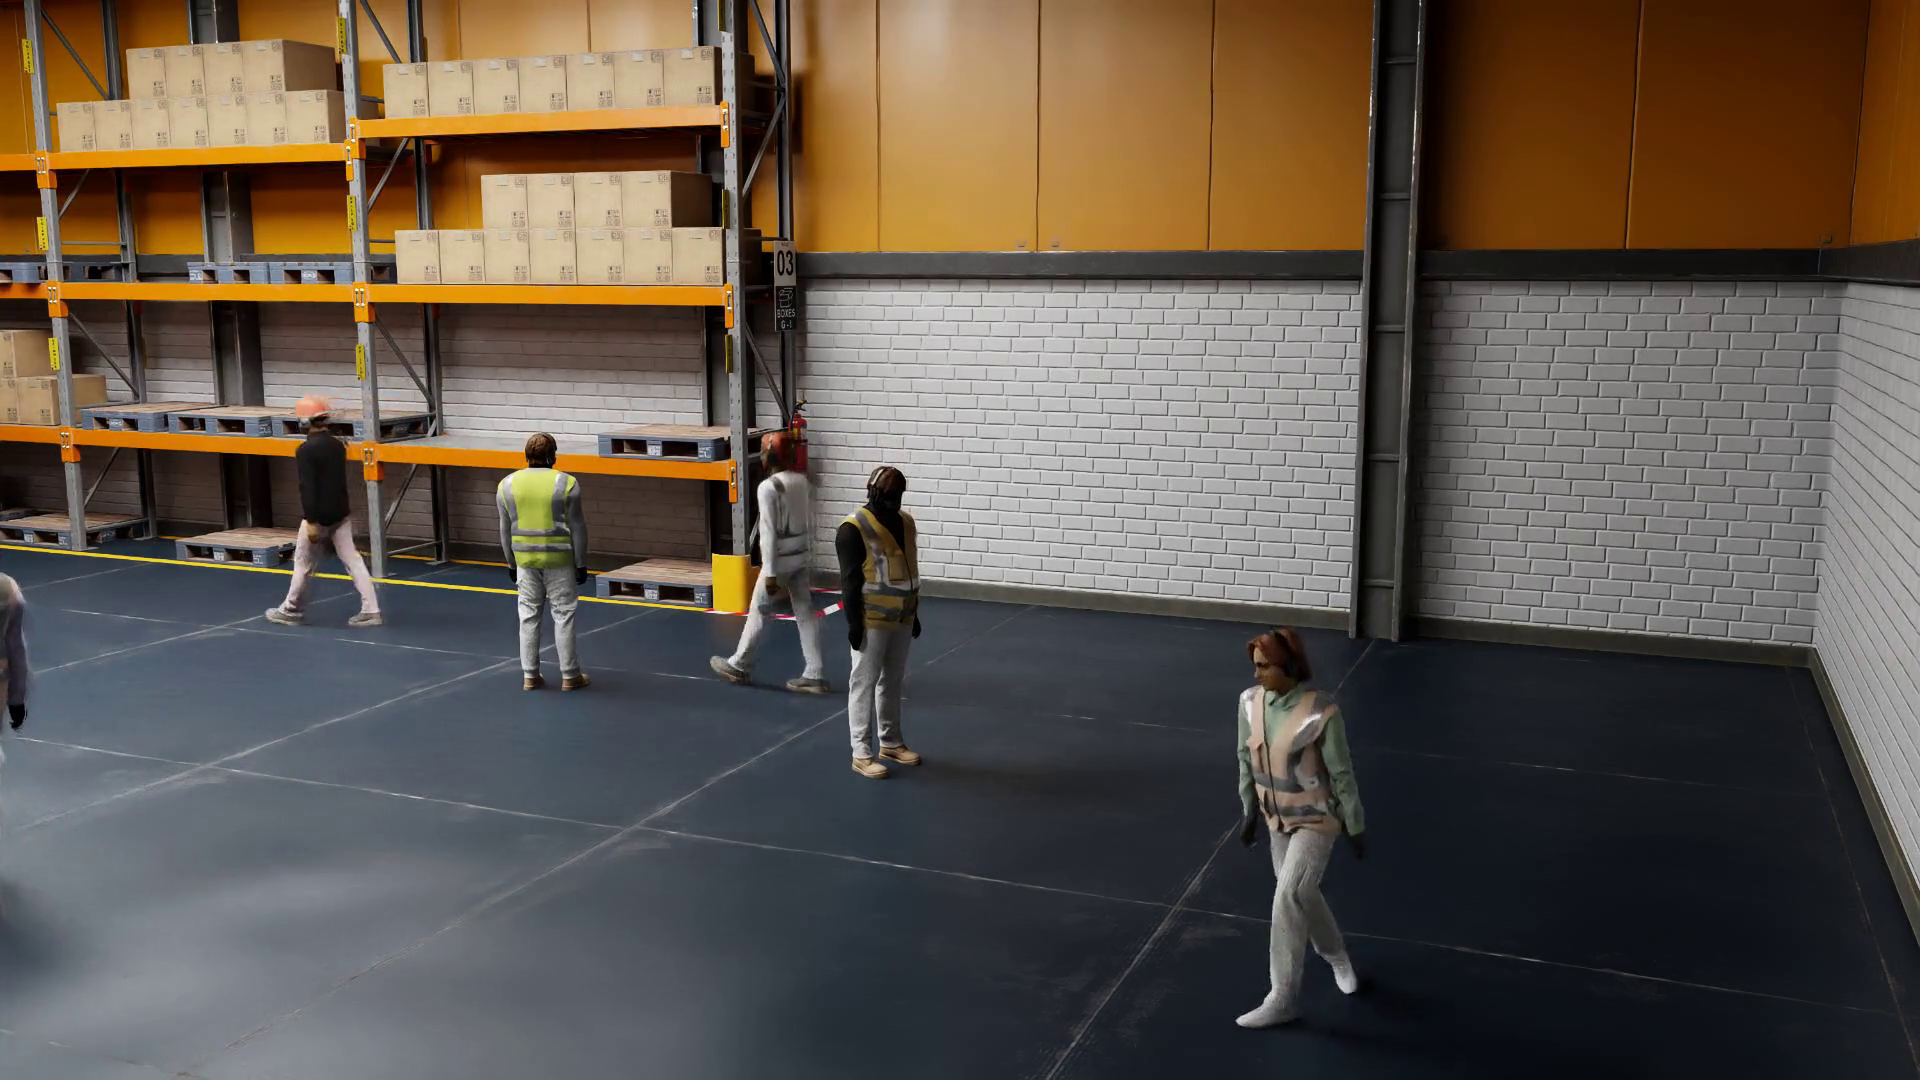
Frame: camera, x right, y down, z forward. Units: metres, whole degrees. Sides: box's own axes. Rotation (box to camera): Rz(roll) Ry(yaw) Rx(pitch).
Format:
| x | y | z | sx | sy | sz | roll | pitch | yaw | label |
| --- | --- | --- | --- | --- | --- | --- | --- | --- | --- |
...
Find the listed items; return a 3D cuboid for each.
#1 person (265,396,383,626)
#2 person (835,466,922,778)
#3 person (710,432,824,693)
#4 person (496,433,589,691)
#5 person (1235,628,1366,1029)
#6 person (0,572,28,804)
| x | y | z | sx | sy | sz | roll | pitch | yaw | label |
| --- | --- | --- | --- | --- | --- | --- | --- | --- | --- |
| -5.308 | -0.228 | 13.850 | 1.041 | 1.938 | 0.653 | 3 | 10 | 15 | person |
| -0.448 | 0.474 | 9.897 | 0.429 | 1.837 | 0.621 | 7 | 12 | 37 | person |
| -1.348 | 0.154 | 11.801 | 0.942 | 1.839 | 0.609 | 5 | 11 | 29 | person |
| -2.928 | 0.159 | 11.783 | 0.627 | 1.844 | 0.429 | 1 | 9 | 6 | person |
| 1.410 | 1.121 | 6.682 | 0.704 | 1.596 | 0.517 | -5 | 11 | -30 | person |
| -4.825 | 0.786 | 8.029 | 0.531 | 1.827 | 0.645 | 8 | 12 | 40 | person |
